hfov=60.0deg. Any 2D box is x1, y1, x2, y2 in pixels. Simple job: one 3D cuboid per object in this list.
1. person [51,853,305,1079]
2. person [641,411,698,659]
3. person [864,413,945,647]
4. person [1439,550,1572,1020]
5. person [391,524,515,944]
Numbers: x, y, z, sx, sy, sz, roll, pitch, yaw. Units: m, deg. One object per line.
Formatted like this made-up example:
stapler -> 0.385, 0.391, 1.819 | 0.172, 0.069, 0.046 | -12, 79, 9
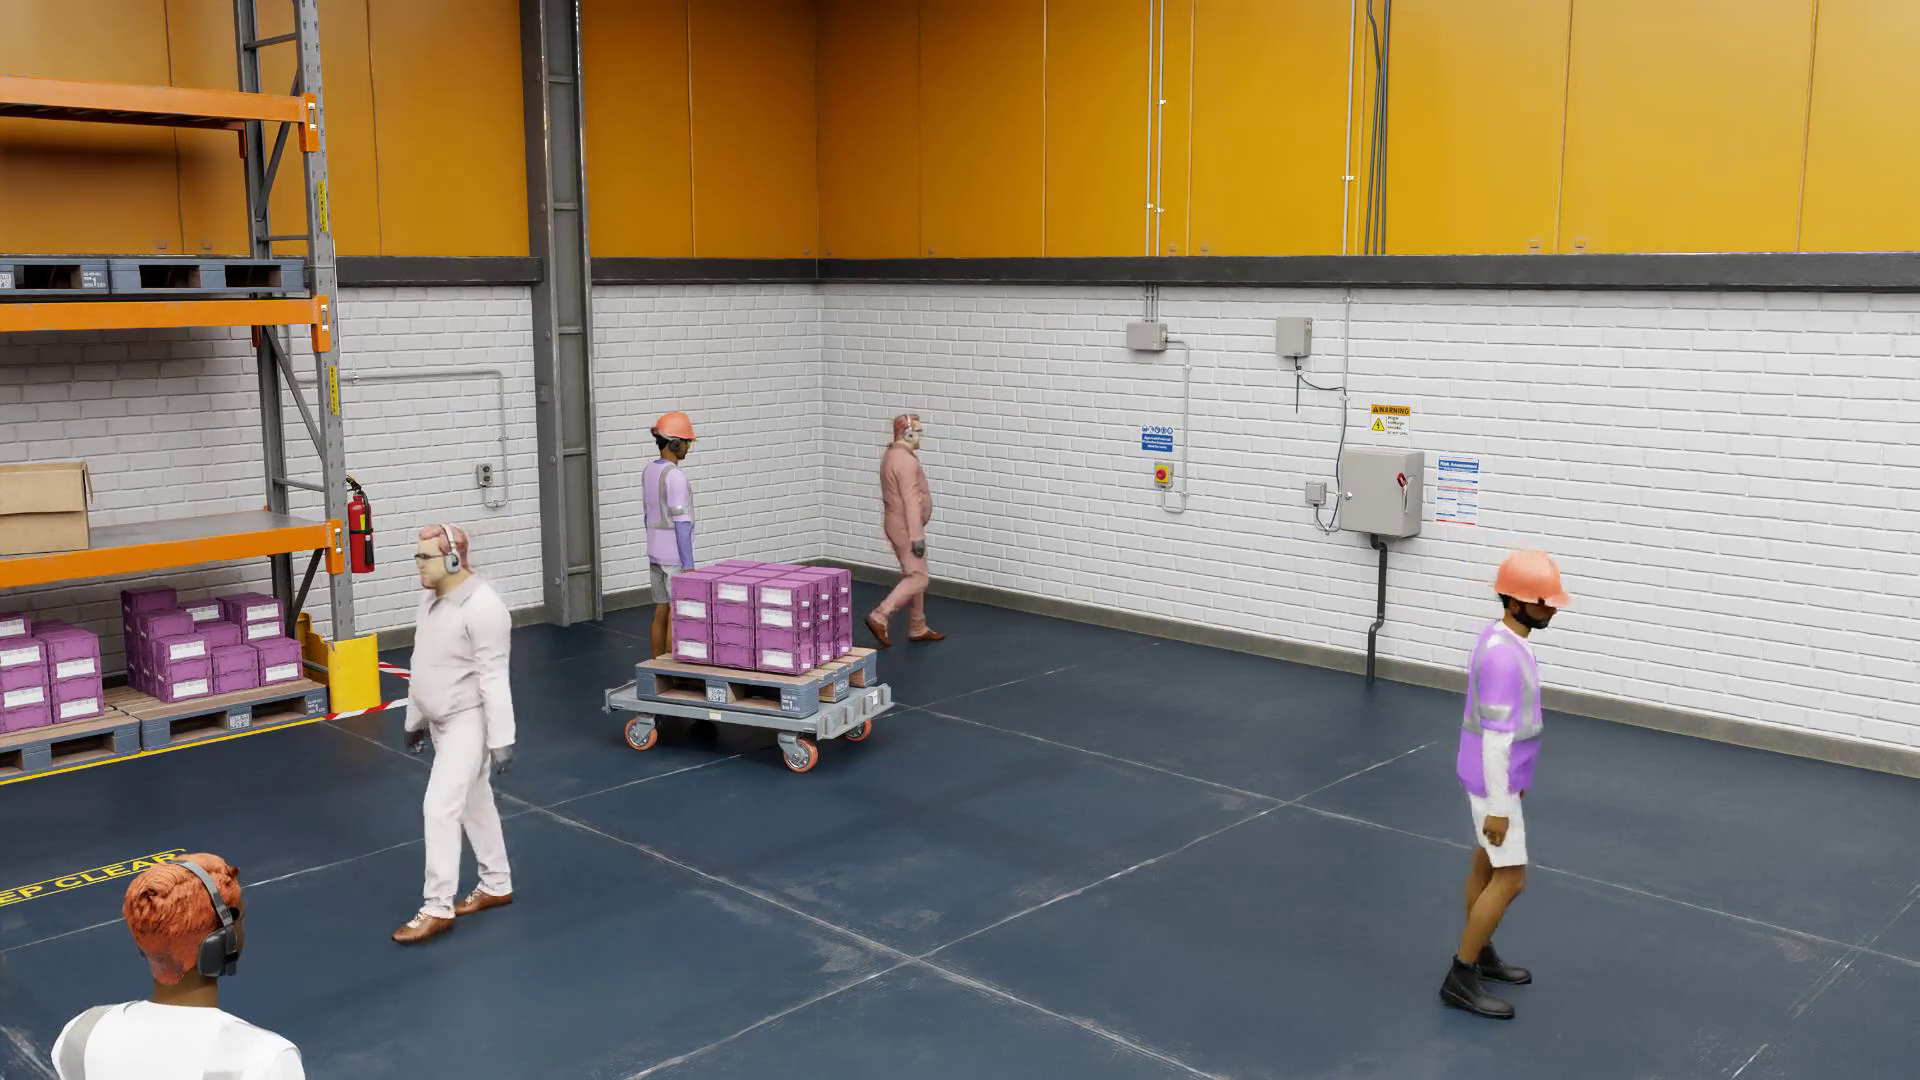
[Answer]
person -> -1.516, 1.553, 3.391 | 0.573, 1.883, 0.356 | 3, 10, 15
person -> -2.011, 0.113, 11.736 | 0.383, 2.041, 0.605 | -6, 11, -33
person -> -0.434, -0.072, 13.327 | 0.659, 1.889, 0.682 | -2, 9, -13
person -> 2.251, 0.986, 6.818 | 0.412, 1.917, 0.578 | 3, 10, 18
person -> -2.397, 0.869, 7.586 | 0.796, 1.878, 0.669 | -8, 12, -39
